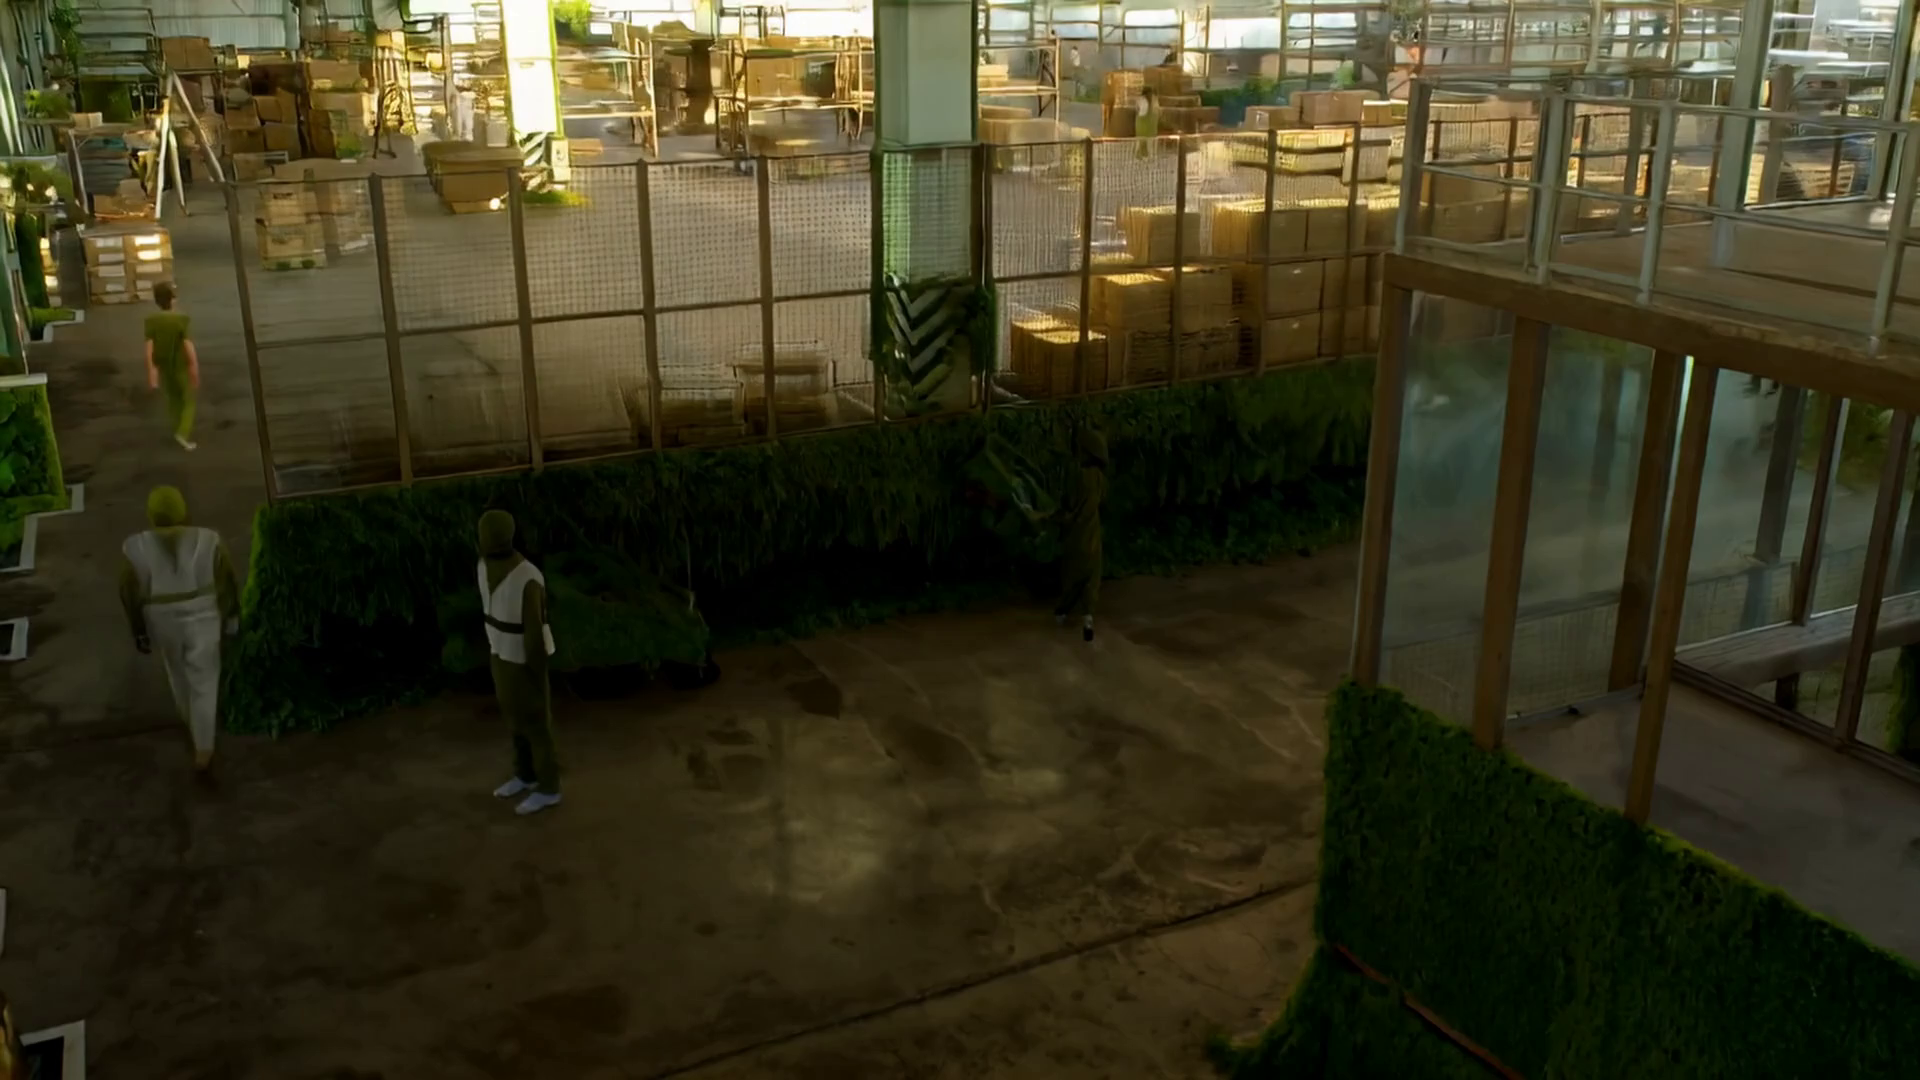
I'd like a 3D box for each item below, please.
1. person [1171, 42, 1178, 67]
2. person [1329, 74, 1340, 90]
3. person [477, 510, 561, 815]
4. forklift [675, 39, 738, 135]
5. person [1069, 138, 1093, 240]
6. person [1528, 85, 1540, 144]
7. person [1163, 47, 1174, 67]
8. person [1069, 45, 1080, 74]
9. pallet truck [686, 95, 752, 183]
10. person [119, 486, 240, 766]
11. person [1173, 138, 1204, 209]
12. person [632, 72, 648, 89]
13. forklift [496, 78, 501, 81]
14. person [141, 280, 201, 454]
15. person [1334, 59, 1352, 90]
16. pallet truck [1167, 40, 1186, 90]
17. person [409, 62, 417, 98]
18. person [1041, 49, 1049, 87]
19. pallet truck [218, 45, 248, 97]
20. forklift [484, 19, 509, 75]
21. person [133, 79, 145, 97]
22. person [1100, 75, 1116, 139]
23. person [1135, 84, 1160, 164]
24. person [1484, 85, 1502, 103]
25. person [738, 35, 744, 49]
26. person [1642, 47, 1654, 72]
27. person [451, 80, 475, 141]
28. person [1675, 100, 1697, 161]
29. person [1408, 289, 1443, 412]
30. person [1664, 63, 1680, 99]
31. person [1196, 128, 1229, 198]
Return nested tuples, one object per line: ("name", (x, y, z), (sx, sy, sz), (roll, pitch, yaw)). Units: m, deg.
("person", (9.465, -20.843, 72.580), (0.923, 1.899, 0.549), (-18, 26, -42))
("person", (12.111, -14.283, 53.950), (0.310, 1.639, 0.514), (-7, 20, -20))
("person", (-2.671, 0.720, 10.059), (0.585, 1.911, 0.390), (17, 25, 41))
("forklift", (-7.888, -13.910, 50.994), (1.873, 2.768, 1.129), (-8, 21, -22))
("person", (2.288, -6.631, 31.418), (0.354, 1.876, 0.574), (-15, 24, -37))
("person", (16.667, -12.310, 48.157), (0.600, 1.686, 0.350), (-18, 26, -41))
("person", (8.107, -18.011, 64.239), (0.548, 1.975, 0.651), (10, 22, 28))
("person", (4.971, -20.620, 72.226), (0.538, 1.687, 0.393), (-10, 21, -26))
("pallet truck", (-5.836, -9.608, 39.856), (0.823, 1.965, 1.885), (10, 22, 27))
("person", (-5.041, 0.503, 10.843), (0.652, 1.794, 0.961), (-7, 20, -19))
("person", (4.360, -6.803, 31.918), (0.569, 1.864, 0.517), (-5, 20, -15))
("person", (-10.023, -13.715, 52.032), (0.634, 1.818, 0.720), (4, 19, 10))
("forklift", (-16.239, -17.535, 61.499), (1.873, 2.768, 1.129), (-10, 21, -26))
("person", (-8.225, -1.772, 17.373), (0.509, 1.854, 0.566), (-2, 19, -5))
("person", (13.392, -15.931, 58.380), (0.642, 1.888, 0.984), (-4, 19, -10))
("pallet truck", (9.045, -19.971, 69.895), (0.823, 1.965, 1.885), (-3, 19, -8))
("person", (-19.811, -16.380, 59.982), (0.539, 1.659, 0.762), (1, 19, 2))
("person", (3.507, -19.539, 69.142), (0.473, 1.694, 0.559), (11, 22, 30))
("pallet truck", (-28.879, -18.665, 66.111), (0.823, 1.965, 1.885), (-3, 19, -9))
("forklift", (-19.135, -20.565, 70.286), (1.129, 2.768, 1.873), (13, 23, 33))
("person", (-25.348, -13.403, 51.415), (0.523, 1.632, 0.313), (5, 20, 13))
("person", (4.439, -12.941, 49.734), (0.507, 1.860, 0.325), (14, 24, 35))
("person", (4.847, -10.874, 43.459), (0.683, 2.000, 0.537), (-11, 22, -28))
("person", (14.168, -11.222, 44.602), (0.651, 1.949, 0.485), (-9, 21, -26))
("person", (-10.184, -22.621, 77.740), (0.569, 1.882, 0.976), (11, 22, 30))
("person", (28.645, -19.655, 69.330), (0.314, 1.767, 0.534), (-11, 22, -28))
("person", (-13.825, -11.820, 46.355), (0.635, 1.937, 0.353), (-17, 25, -41))
("person", (17.210, -9.506, 39.685), (0.539, 1.911, 0.647), (-6, 20, -17))
("person", (5.193, -2.358, 19.026), (0.931, 1.882, 0.596), (-13, 23, -33))
("person", (23.826, -14.937, 55.466), (0.785, 1.881, 0.673), (-11, 22, -28))
("person", (5.068, -7.219, 33.091), (0.786, 1.900, 0.462), (1, 19, 2))
